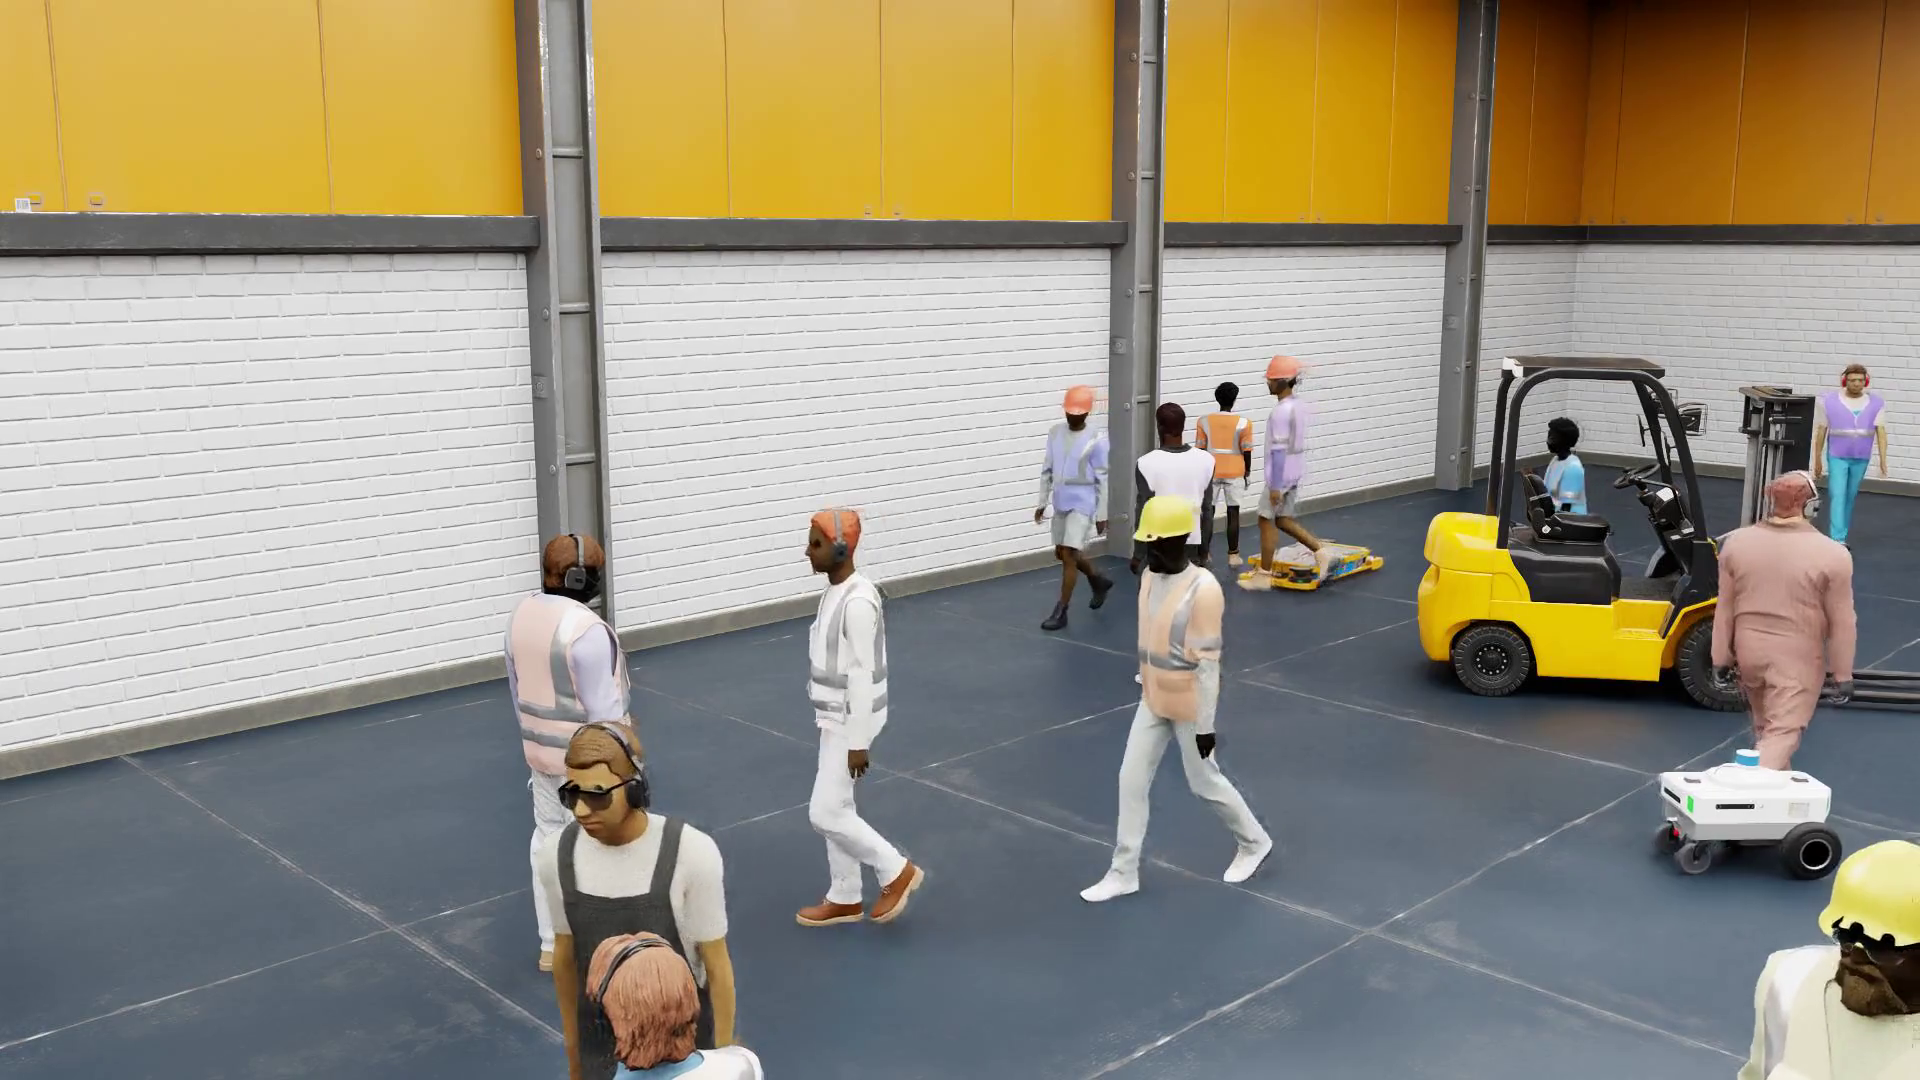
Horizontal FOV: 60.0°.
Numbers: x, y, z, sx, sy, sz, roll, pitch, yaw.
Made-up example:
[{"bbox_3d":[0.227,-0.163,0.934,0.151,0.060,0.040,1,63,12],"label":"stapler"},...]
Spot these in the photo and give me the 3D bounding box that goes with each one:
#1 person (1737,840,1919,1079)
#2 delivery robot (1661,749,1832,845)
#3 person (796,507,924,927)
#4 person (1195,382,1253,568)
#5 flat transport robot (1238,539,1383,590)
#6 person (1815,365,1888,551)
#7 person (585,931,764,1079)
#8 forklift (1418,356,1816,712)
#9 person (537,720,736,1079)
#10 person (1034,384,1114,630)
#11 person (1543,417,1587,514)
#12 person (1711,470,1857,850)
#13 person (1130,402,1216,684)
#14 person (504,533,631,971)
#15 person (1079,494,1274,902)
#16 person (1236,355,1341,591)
[{"bbox_3d":[1.859,1.484,3.448,0.427,1.817,0.621,-7,13,-35],"label":"person"},{"bbox_3d":[3.746,1.246,7.950,0.707,0.478,0.477,0,10,-1],"label":"delivery robot"},{"bbox_3d":[-0.478,0.783,7.152,0.463,1.865,0.598,-3,11,-14],"label":"person"},{"bbox_3d":[2.394,-0.590,15.119,0.535,1.691,0.318,3,11,16],"label":"person"},{"bbox_3d":[3.105,0.205,14.656,0.652,0.197,1.431,9,13,40],"label":"flat transport robot"},{"bbox_3d":[8.389,-0.740,15.649,0.572,1.799,0.952,2,11,11],"label":"person"},{"bbox_3d":[-0.606,1.589,3.372,0.518,1.639,0.312,-9,13,-39],"label":"person"},{"bbox_3d":[4.276,-0.101,11.076,2.313,2.155,1.214,2,11,13],"label":"forklift"},{"bbox_3d":[-0.802,1.310,4.421,0.541,1.819,0.614,2,11,13],"label":"person"},{"bbox_3d":[0.935,-0.282,12.841,0.602,1.906,0.774,10,14,43],"label":"person"},{"bbox_3d":[4.362,-0.077,12.375,0.819,1.655,0.557,1,10,3],"label":"person"},{"bbox_3d":[4.036,0.589,8.231,0.954,1.868,0.655,-7,13,-34],"label":"person"},{"bbox_3d":[1.412,0.044,11.054,0.589,1.914,0.392,-5,11,-24],"label":"person"},{"bbox_3d":[-1.539,0.882,6.700,0.621,1.837,0.428,9,14,42],"label":"person"},{"bbox_3d":[1.040,0.705,7.562,0.949,1.883,0.588,-5,12,-27],"label":"person"},{"bbox_3d":[2.764,-0.539,13.938,0.796,2.022,0.612,5,12,27],"label":"person"}]
